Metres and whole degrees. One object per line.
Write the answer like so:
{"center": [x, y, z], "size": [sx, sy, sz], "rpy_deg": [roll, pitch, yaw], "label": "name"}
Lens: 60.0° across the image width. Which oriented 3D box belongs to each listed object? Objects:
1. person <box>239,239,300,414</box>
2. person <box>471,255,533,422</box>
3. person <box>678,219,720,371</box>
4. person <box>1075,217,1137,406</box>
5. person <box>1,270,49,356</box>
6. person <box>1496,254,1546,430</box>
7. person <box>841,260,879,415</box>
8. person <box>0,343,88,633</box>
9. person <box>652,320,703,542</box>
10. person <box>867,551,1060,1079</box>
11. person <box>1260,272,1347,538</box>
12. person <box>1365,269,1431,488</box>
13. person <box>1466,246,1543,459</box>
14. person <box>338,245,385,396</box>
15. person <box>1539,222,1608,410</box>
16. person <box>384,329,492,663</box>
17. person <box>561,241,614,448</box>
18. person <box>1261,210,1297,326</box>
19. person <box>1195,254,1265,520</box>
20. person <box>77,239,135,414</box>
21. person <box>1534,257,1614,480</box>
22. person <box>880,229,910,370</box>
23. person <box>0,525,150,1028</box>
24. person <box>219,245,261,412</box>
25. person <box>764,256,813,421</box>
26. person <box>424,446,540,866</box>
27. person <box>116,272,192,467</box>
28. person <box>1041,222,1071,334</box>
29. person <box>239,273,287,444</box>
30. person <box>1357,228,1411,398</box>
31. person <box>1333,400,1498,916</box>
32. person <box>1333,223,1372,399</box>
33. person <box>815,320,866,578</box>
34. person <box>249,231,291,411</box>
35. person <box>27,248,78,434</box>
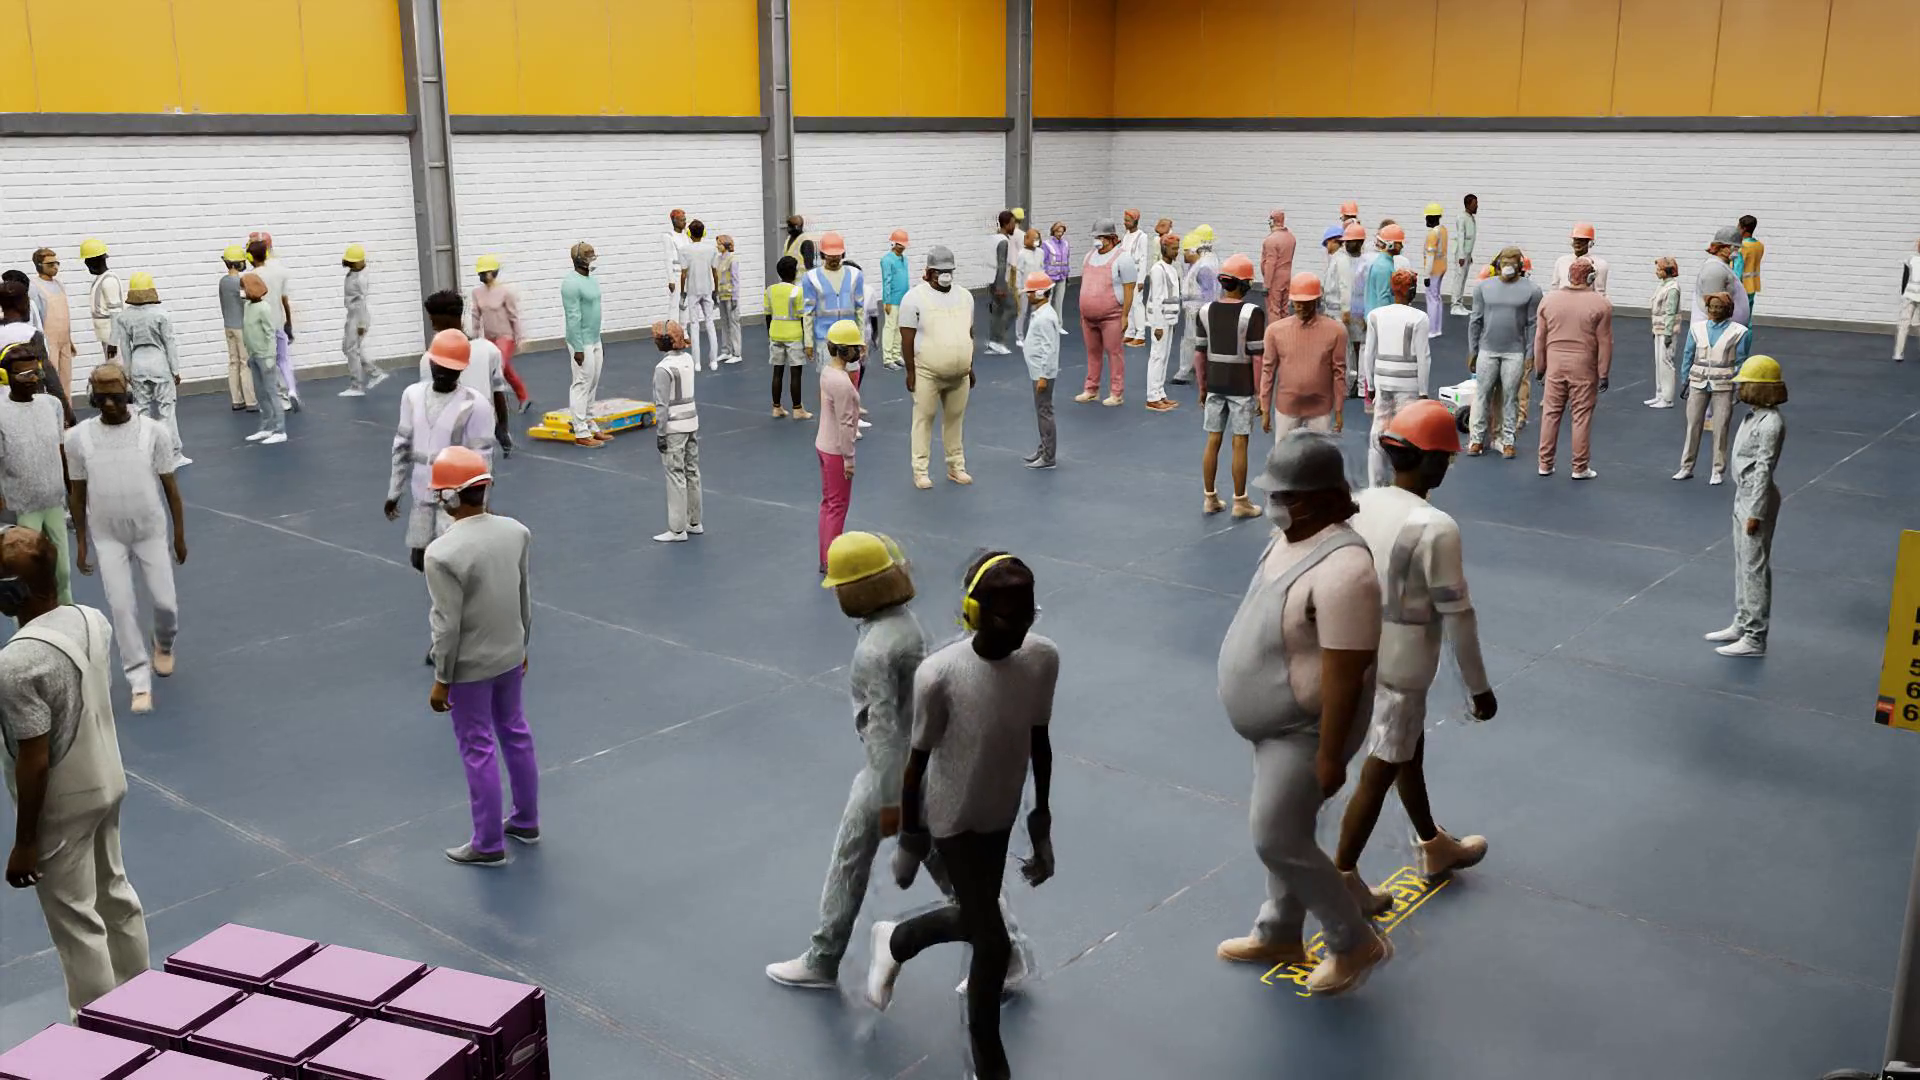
{"center": [-7.204, -2.196, 17.328], "size": [0.564, 1.851, 0.553], "rpy_deg": [-14, 19, -43], "label": "person"}
{"center": [-4.743, -2.101, 17.217], "size": [0.532, 1.723, 0.890], "rpy_deg": [7, 16, 25], "label": "person"}
{"center": [-3.246, -3.037, 20.658], "size": [0.516, 1.871, 0.325], "rpy_deg": [-7, 16, -25], "label": "person"}
{"center": [1.540, -2.480, 18.086], "size": [0.688, 2.000, 0.536], "rpy_deg": [13, 19, 43], "label": "person"}
{"center": [-8.784, -1.704, 15.707], "size": [0.321, 1.686, 0.540], "rpy_deg": [-6, 15, -24], "label": "person"}
{"center": [5.558, -1.987, 16.695], "size": [0.325, 1.752, 0.563], "rpy_deg": [-13, 19, -41], "label": "person"}
{"center": [-1.120, -2.084, 17.287], "size": [0.558, 1.661, 0.512], "rpy_deg": [-5, 15, -20], "label": "person"}
{"center": [-5.104, -0.167, 9.215], "size": [0.313, 1.861, 0.521], "rpy_deg": [6, 15, 22], "label": "person"}
{"center": [-2.078, -0.798, 12.196], "size": [0.313, 1.634, 0.515], "rpy_deg": [4, 15, 16], "label": "person"}
{"center": [-0.025, 0.856, 5.247], "size": [0.482, 1.810, 0.852], "rpy_deg": [-11, 18, -38], "label": "person"}
{"center": [2.506, -0.970, 12.181], "size": [0.623, 1.982, 0.417], "rpy_deg": [3, 14, 12], "label": "person"}
{"center": [3.534, -1.235, 13.430], "size": [0.356, 1.883, 0.572], "rpy_deg": [-13, 19, -42], "label": "person"}
{"center": [4.968, -1.715, 15.237], "size": [0.631, 1.939, 0.372], "rpy_deg": [6, 15, 22], "label": "person"}
{"center": [-6.799, -2.463, 18.701], "size": [0.444, 1.701, 0.517], "rpy_deg": [-9, 16, -31], "label": "person"}
{"center": [6.581, -2.392, 17.818], "size": [0.611, 1.997, 0.375], "rpy_deg": [14, 19, 43], "label": "person"}
{"center": [-2.945, -0.261, 9.497], "size": [0.641, 1.903, 0.581], "rpy_deg": [4, 15, 17], "label": "person"}
{"center": [-3.539, -1.848, 15.766], "size": [0.372, 1.940, 0.631], "rpy_deg": [2, 14, 6], "label": "person"}
{"center": [4.209, -3.451, 22.247], "size": [0.401, 1.904, 0.640], "rpy_deg": [11, 18, 38], "label": "person"}
{"center": [2.109, -1.181, 12.885], "size": [0.605, 2.045, 0.381], "rpy_deg": [11, 18, 38], "label": "person"}
{"center": [-8.443, -2.019, 16.493], "size": [0.381, 1.917, 0.585], "rpy_deg": [-9, 17, -32], "label": "person"}
{"center": [5.287, -1.473, 14.334], "size": [0.654, 1.906, 0.406], "rpy_deg": [11, 18, 38], "label": "person"}
{"center": [-0.776, -3.012, 20.815], "size": [0.353, 1.739, 0.563], "rpy_deg": [7, 15, 24], "label": "person"}
{"center": [-2.801, 0.847, 5.199], "size": [0.346, 1.840, 0.505], "rpy_deg": [0, 14, 1], "label": "person"}
{"center": [-7.639, -2.241, 17.688], "size": [0.525, 1.769, 0.315], "rpy_deg": [10, 17, 35], "label": "person"}
{"center": [-1.773, -2.080, 17.182], "size": [0.541, 1.695, 0.316], "rpy_deg": [8, 16, 30], "label": "person"}
{"center": [-1.997, 0.474, 6.866], "size": [0.345, 1.746, 0.573], "rpy_deg": [6, 15, 24], "label": "person"}
{"center": [-7.183, -1.507, 14.798], "size": [0.488, 1.745, 0.292], "rpy_deg": [0, 14, -2], "label": "person"}
{"center": [1.385, -3.789, 24.129], "size": [0.512, 1.640, 0.311], "rpy_deg": [-10, 17, -36], "label": "person"}
{"center": [-6.715, -1.745, 15.974], "size": [0.507, 1.630, 0.268], "rpy_deg": [13, 19, 42], "label": "person"}
{"center": [4.685, -2.512, 18.497], "size": [0.652, 1.900, 0.403], "rpy_deg": [7, 16, 27], "label": "person"}
{"center": [1.777, 0.462, 6.398], "size": [0.891, 2.005, 0.625], "rpy_deg": [-4, 15, -17], "label": "person"}
{"center": [4.369, -2.552, 18.577], "size": [0.372, 1.939, 0.544], "rpy_deg": [-9, 17, -32], "label": "person"}
{"center": [-0.788, -0.593, 11.120], "size": [0.340, 1.757, 0.518], "rpy_deg": [-4, 15, -17], "label": "person"}
{"center": [-7.365, -2.322, 17.726], "size": [0.406, 1.906, 0.654], "rpy_deg": [-7, 15, -25], "label": "person"}
{"center": [-8.831, -1.917, 16.228], "size": [0.334, 1.845, 0.513], "rpy_deg": [1, 14, 5], "label": "person"}
